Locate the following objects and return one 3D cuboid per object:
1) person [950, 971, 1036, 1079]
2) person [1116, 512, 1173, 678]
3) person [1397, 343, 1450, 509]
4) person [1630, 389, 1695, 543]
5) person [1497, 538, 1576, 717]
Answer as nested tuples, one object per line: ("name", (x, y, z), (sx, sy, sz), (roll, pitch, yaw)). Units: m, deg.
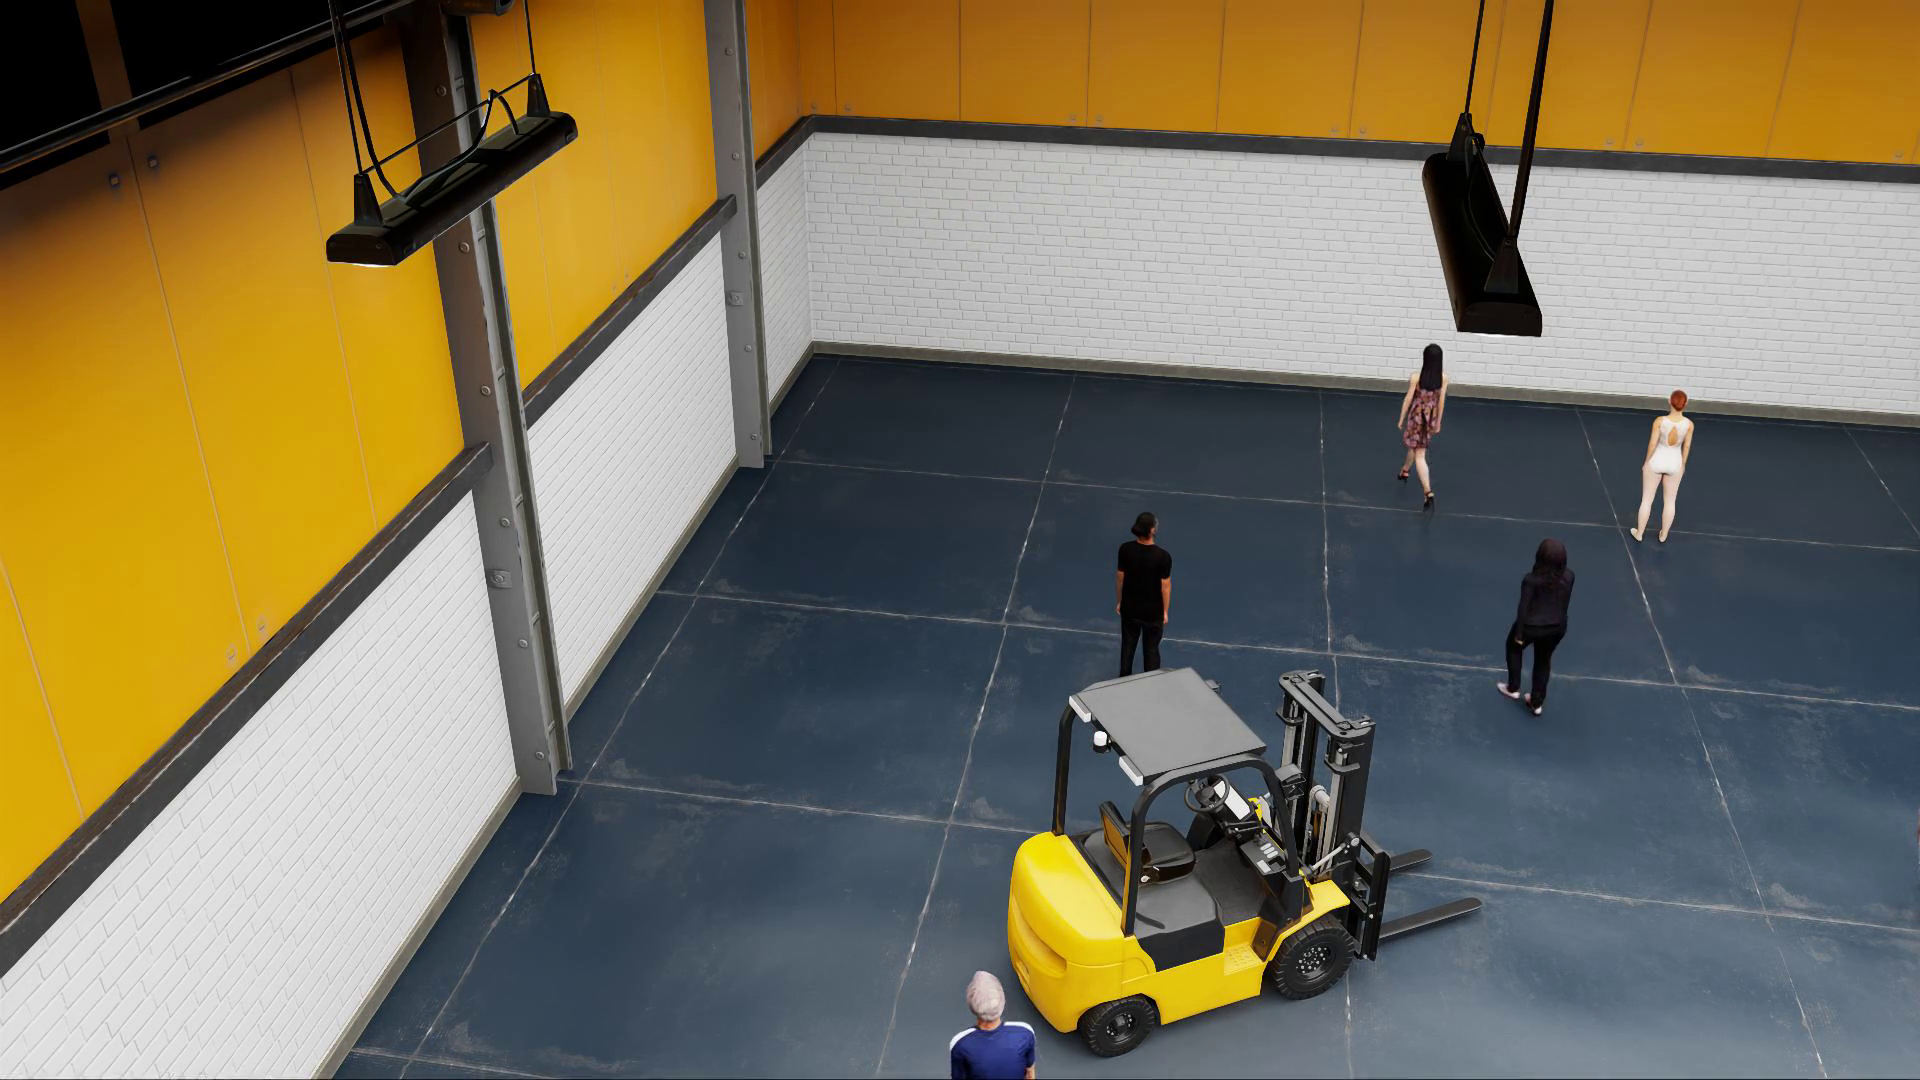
("person", (0.206, 3.199, 9.196), (0.823, 1.815, 1.030), (-3, 29, -6))
("person", (1.548, 0.569, 14.080), (0.677, 1.756, 0.630), (13, 31, 22))
("person", (4.814, -1.151, 17.266), (0.905, 1.724, 1.260), (-5, 29, -10))
("person", (7.034, -0.740, 16.597), (0.548, 1.644, 0.465), (5, 29, 9))
("person", (4.883, 0.765, 13.882), (0.781, 1.602, 0.818), (-7, 29, -12))
